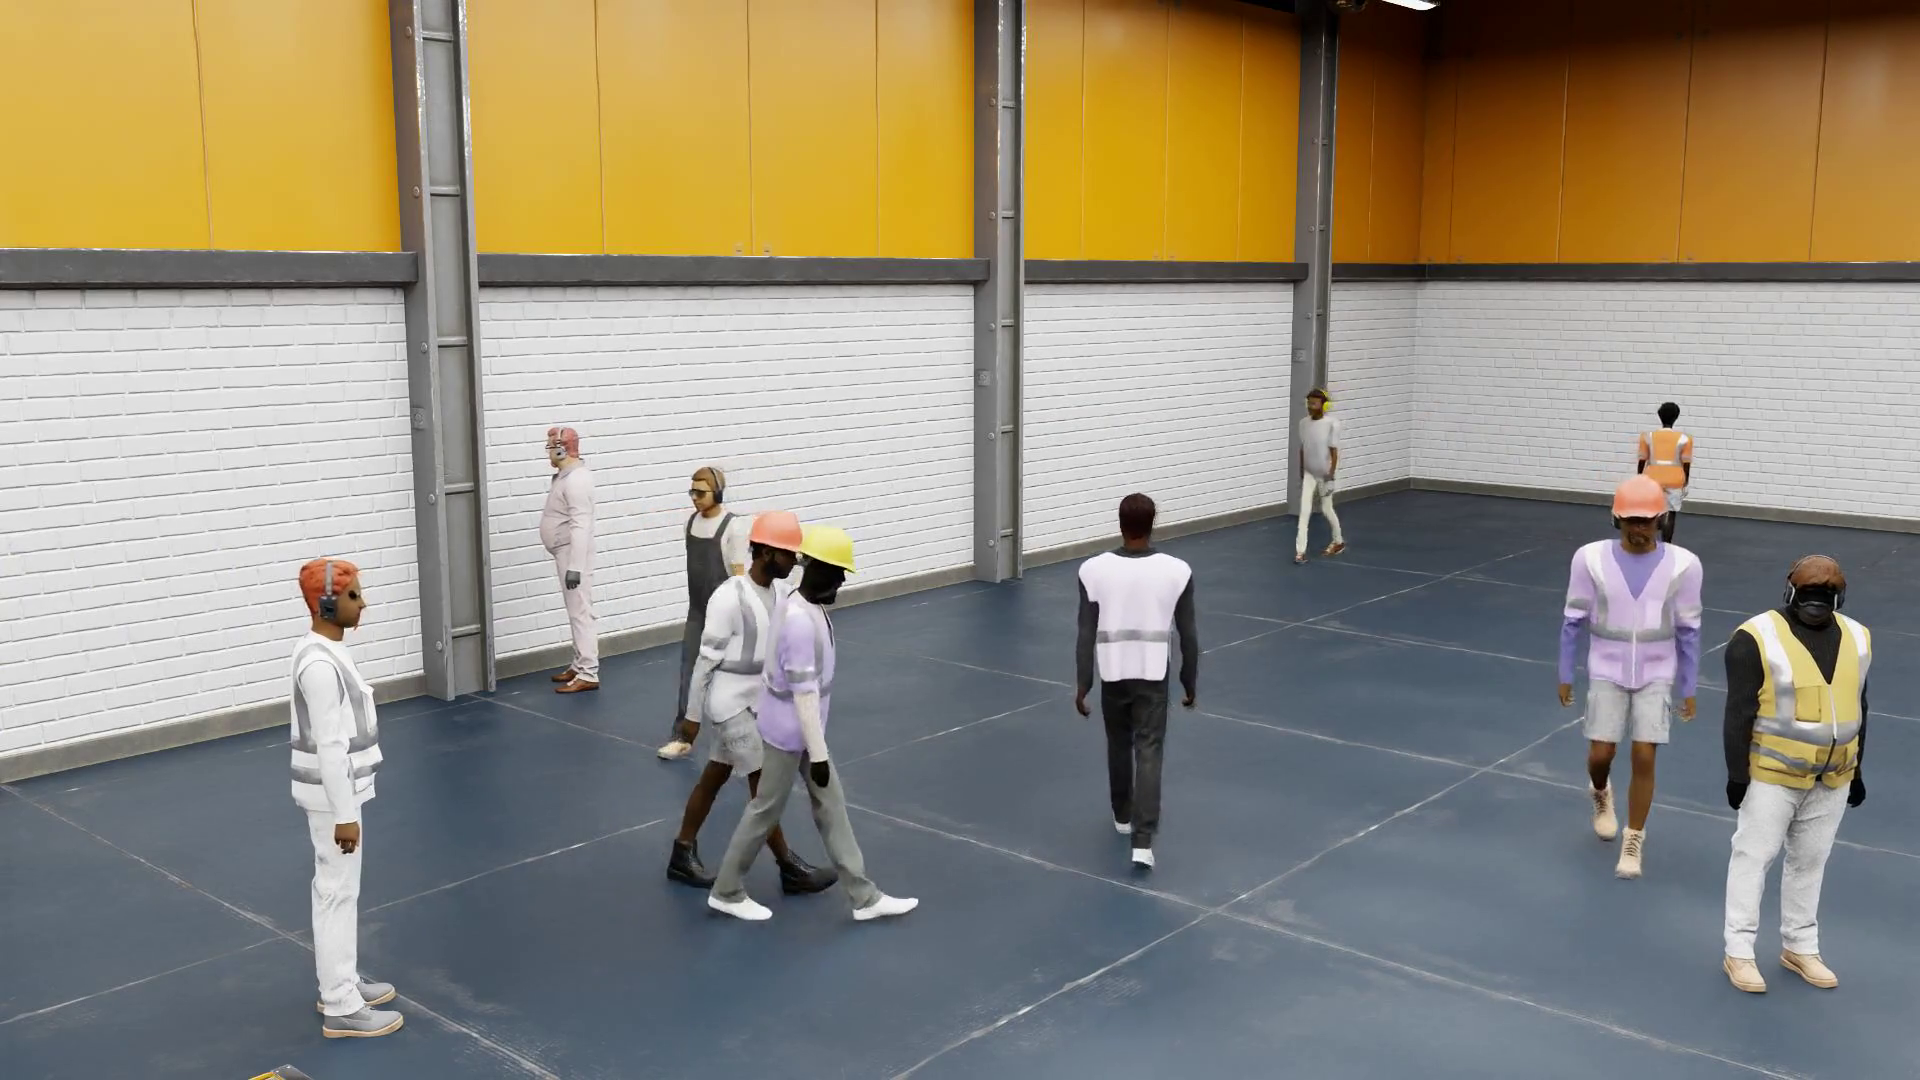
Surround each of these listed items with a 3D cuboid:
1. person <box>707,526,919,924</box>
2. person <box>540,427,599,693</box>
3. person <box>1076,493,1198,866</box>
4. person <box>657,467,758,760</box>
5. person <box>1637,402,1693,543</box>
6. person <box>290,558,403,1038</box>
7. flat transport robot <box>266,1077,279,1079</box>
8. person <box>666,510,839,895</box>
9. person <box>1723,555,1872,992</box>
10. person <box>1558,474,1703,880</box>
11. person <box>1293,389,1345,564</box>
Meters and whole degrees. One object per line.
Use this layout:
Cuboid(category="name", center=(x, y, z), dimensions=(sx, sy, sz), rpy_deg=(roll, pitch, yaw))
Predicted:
Cuboid(category="person", center=(-0.717, 0.859, 7.576), dimensions=(0.989, 1.855, 0.599), rpy_deg=(1, 9, 6))
Cuboid(category="person", center=(-2.798, 0.140, 11.915), dimensions=(0.399, 1.905, 0.643), rpy_deg=(-2, 9, -15))
Cuboid(category="person", center=(0.910, 0.692, 8.555), dimensions=(0.617, 1.876, 0.988), rpy_deg=(1, 9, 6))
Cuboid(category="person", center=(-1.525, 0.427, 10.455), dimensions=(0.525, 1.801, 0.957), rpy_deg=(6, 11, 32))
Cuboid(category="person", center=(7.230, -0.580, 17.112), dimensions=(0.539, 1.679, 0.558), rpy_deg=(5, 10, 29))
Cuboid(category="person", center=(-2.438, 1.004, 6.547), dimensions=(0.355, 1.883, 0.576), rpy_deg=(-4, 10, -22))
Cuboid(category="flat transport robot", center=(-2.123, 2.021, 5.205), dimensions=(1.431, 0.197, 0.652), rpy_deg=(8, 12, 40))
Cuboid(category="person", center=(-1.004, 0.785, 7.992), dimensions=(0.998, 1.855, 0.553), rpy_deg=(3, 9, 16))
Cuboid(category="person", center=(3.486, 0.967, 6.921), dimensions=(0.631, 1.839, 0.428), rpy_deg=(-1, 9, -8))
Cuboid(category="person", center=(3.345, 0.655, 8.323), dimensions=(0.652, 2.019, 0.633), rpy_deg=(3, 10, 20))
Cuboid(category="person", center=(3.754, -0.680, 17.347), dimensions=(0.505, 1.826, 0.897), rpy_deg=(8, 12, 40))
